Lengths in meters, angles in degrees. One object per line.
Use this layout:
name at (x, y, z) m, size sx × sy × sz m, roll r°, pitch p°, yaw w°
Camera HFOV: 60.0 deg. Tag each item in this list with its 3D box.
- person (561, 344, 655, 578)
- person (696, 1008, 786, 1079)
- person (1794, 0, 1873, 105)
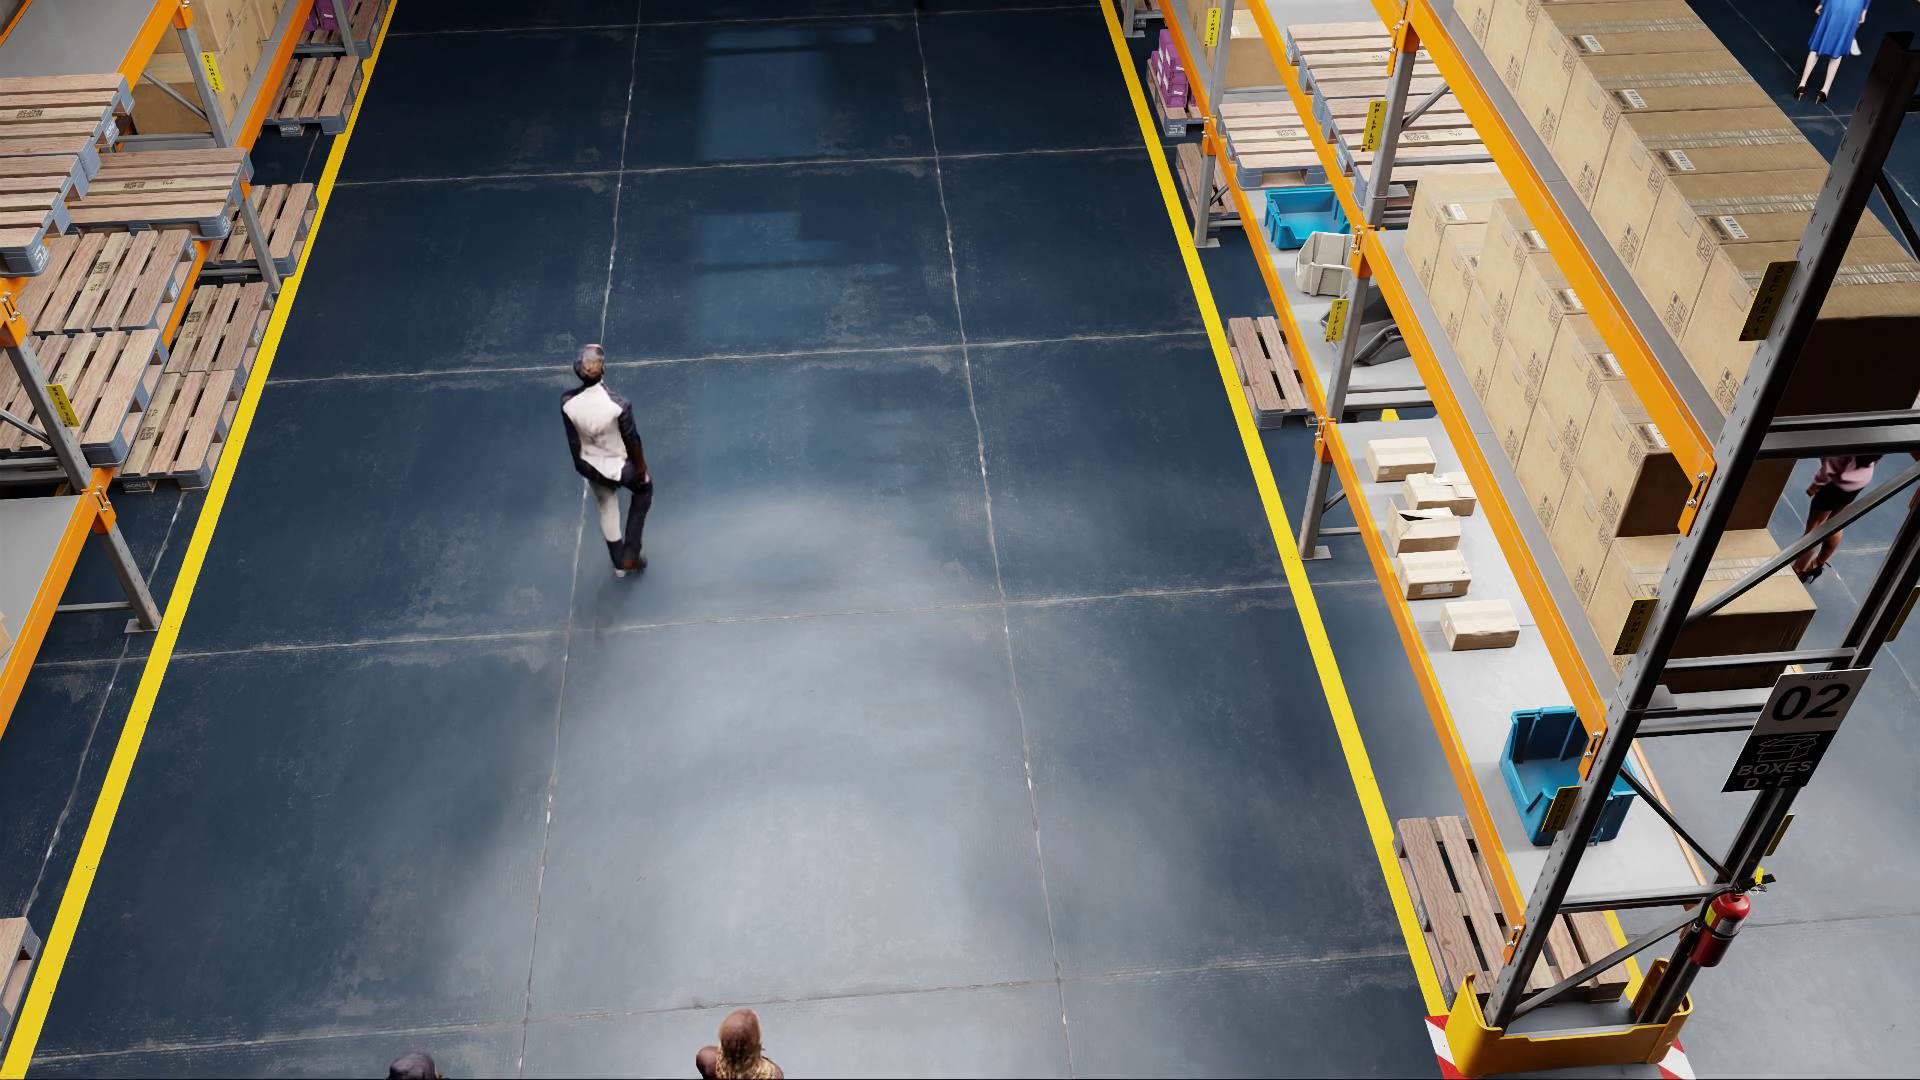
person at (-2.374, -0.444, 11.197) m, size 0.786 × 1.881 × 0.784 m, roll 7°, pitch 44°, yaw 7°
person at (-1.038, 2.864, 7.880) m, size 0.786 × 1.666 × 1.045 m, roll 7°, pitch 44°, yaw 7°
person at (8.537, -5.106, 16.130) m, size 0.717 × 1.826 × 0.751 m, roll 22°, pitch 48°, yaw 22°
